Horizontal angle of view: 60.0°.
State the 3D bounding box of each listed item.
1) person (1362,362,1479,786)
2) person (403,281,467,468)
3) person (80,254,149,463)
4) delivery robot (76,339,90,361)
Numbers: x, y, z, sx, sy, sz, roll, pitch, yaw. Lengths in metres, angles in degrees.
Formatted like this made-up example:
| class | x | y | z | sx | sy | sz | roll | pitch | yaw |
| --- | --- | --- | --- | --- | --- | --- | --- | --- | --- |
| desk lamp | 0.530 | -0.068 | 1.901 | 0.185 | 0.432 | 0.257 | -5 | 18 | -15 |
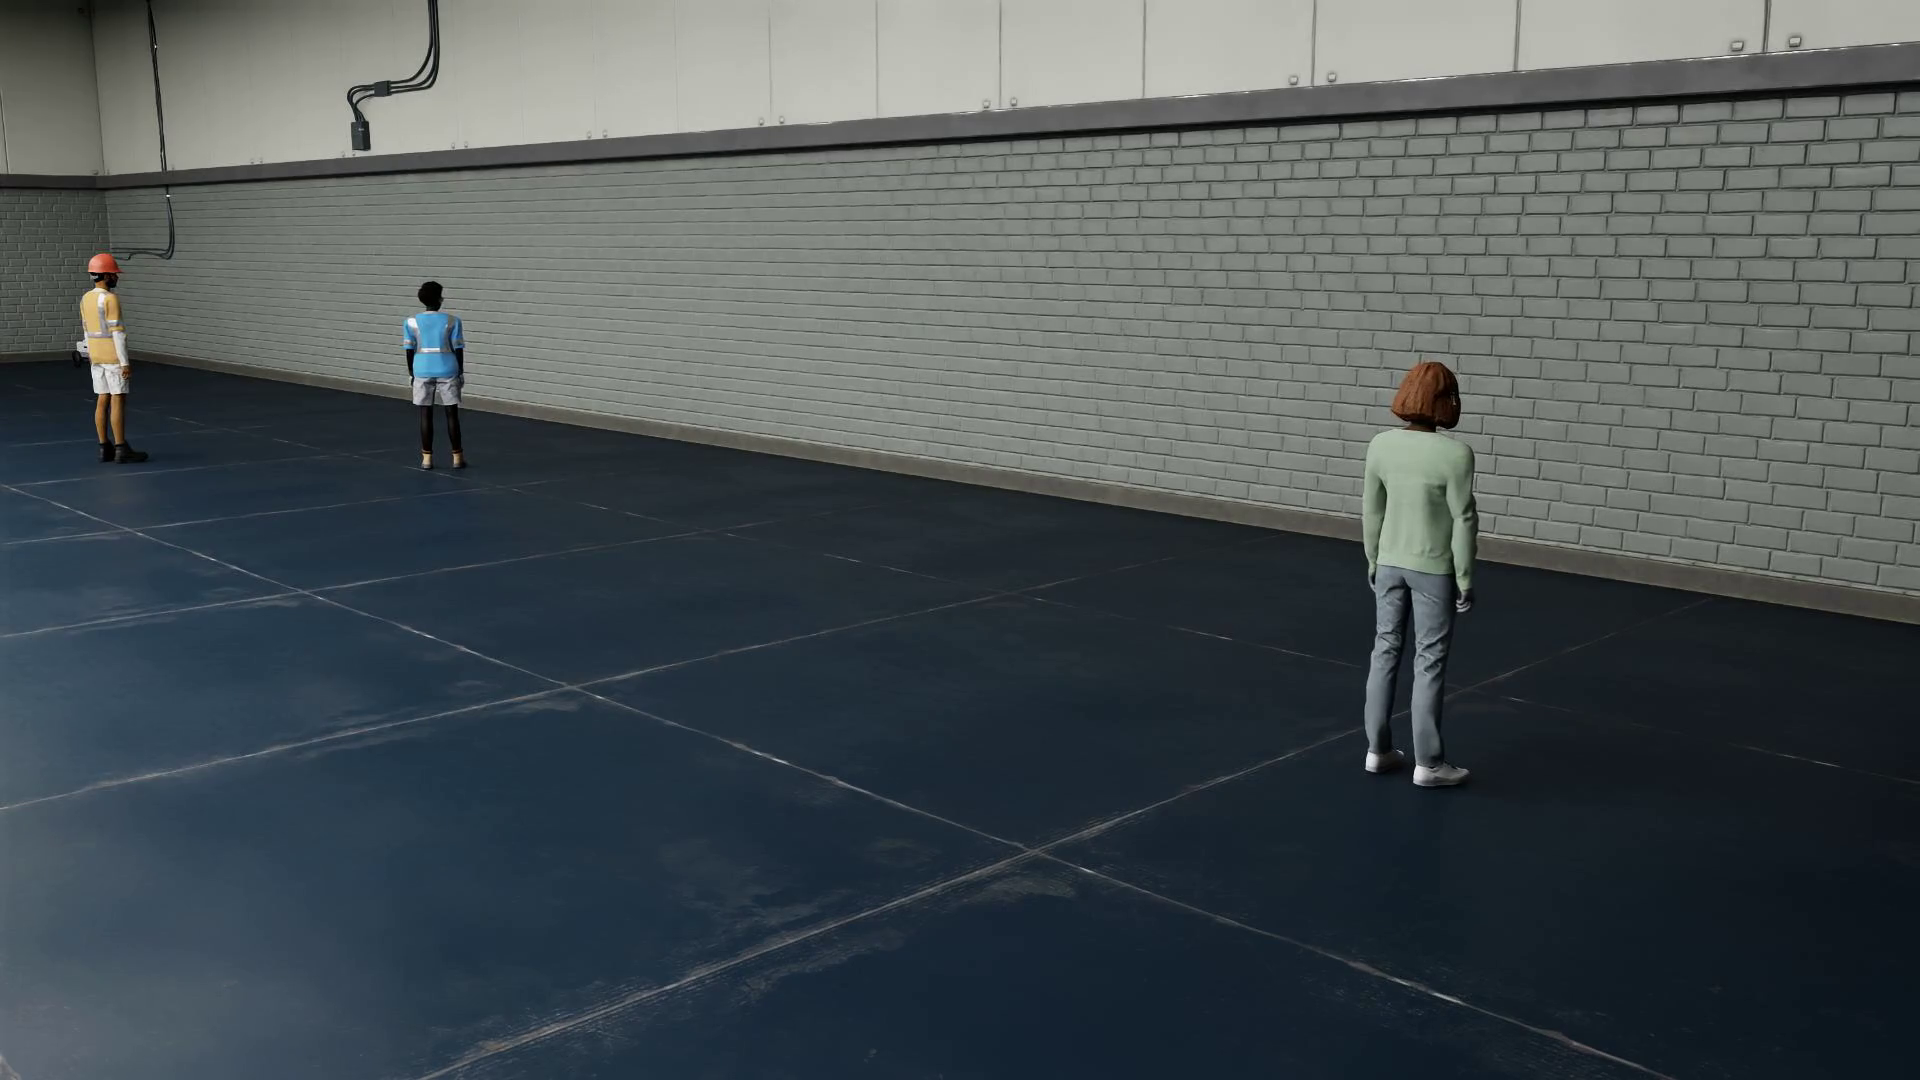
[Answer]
| class | x | y | z | sx | sy | sz | roll | pitch | yaw |
| --- | --- | --- | --- | --- | --- | --- | --- | --- | --- |
| person | 1.779 | 0.129 | 6.437 | 0.279 | 1.633 | 0.506 | -8 | 13 | -37 |
| person | -4.774 | -1.503 | 15.150 | 0.536 | 1.699 | 0.322 | -2 | 11 | -12 |
| person | -7.949 | -1.699 | 15.575 | 0.544 | 1.939 | 0.354 | 7 | 12 | 32 |
| delivery robot | -13.955 | -3.092 | 26.803 | 0.477 | 0.478 | 0.707 | -10 | 14 | -44 |
